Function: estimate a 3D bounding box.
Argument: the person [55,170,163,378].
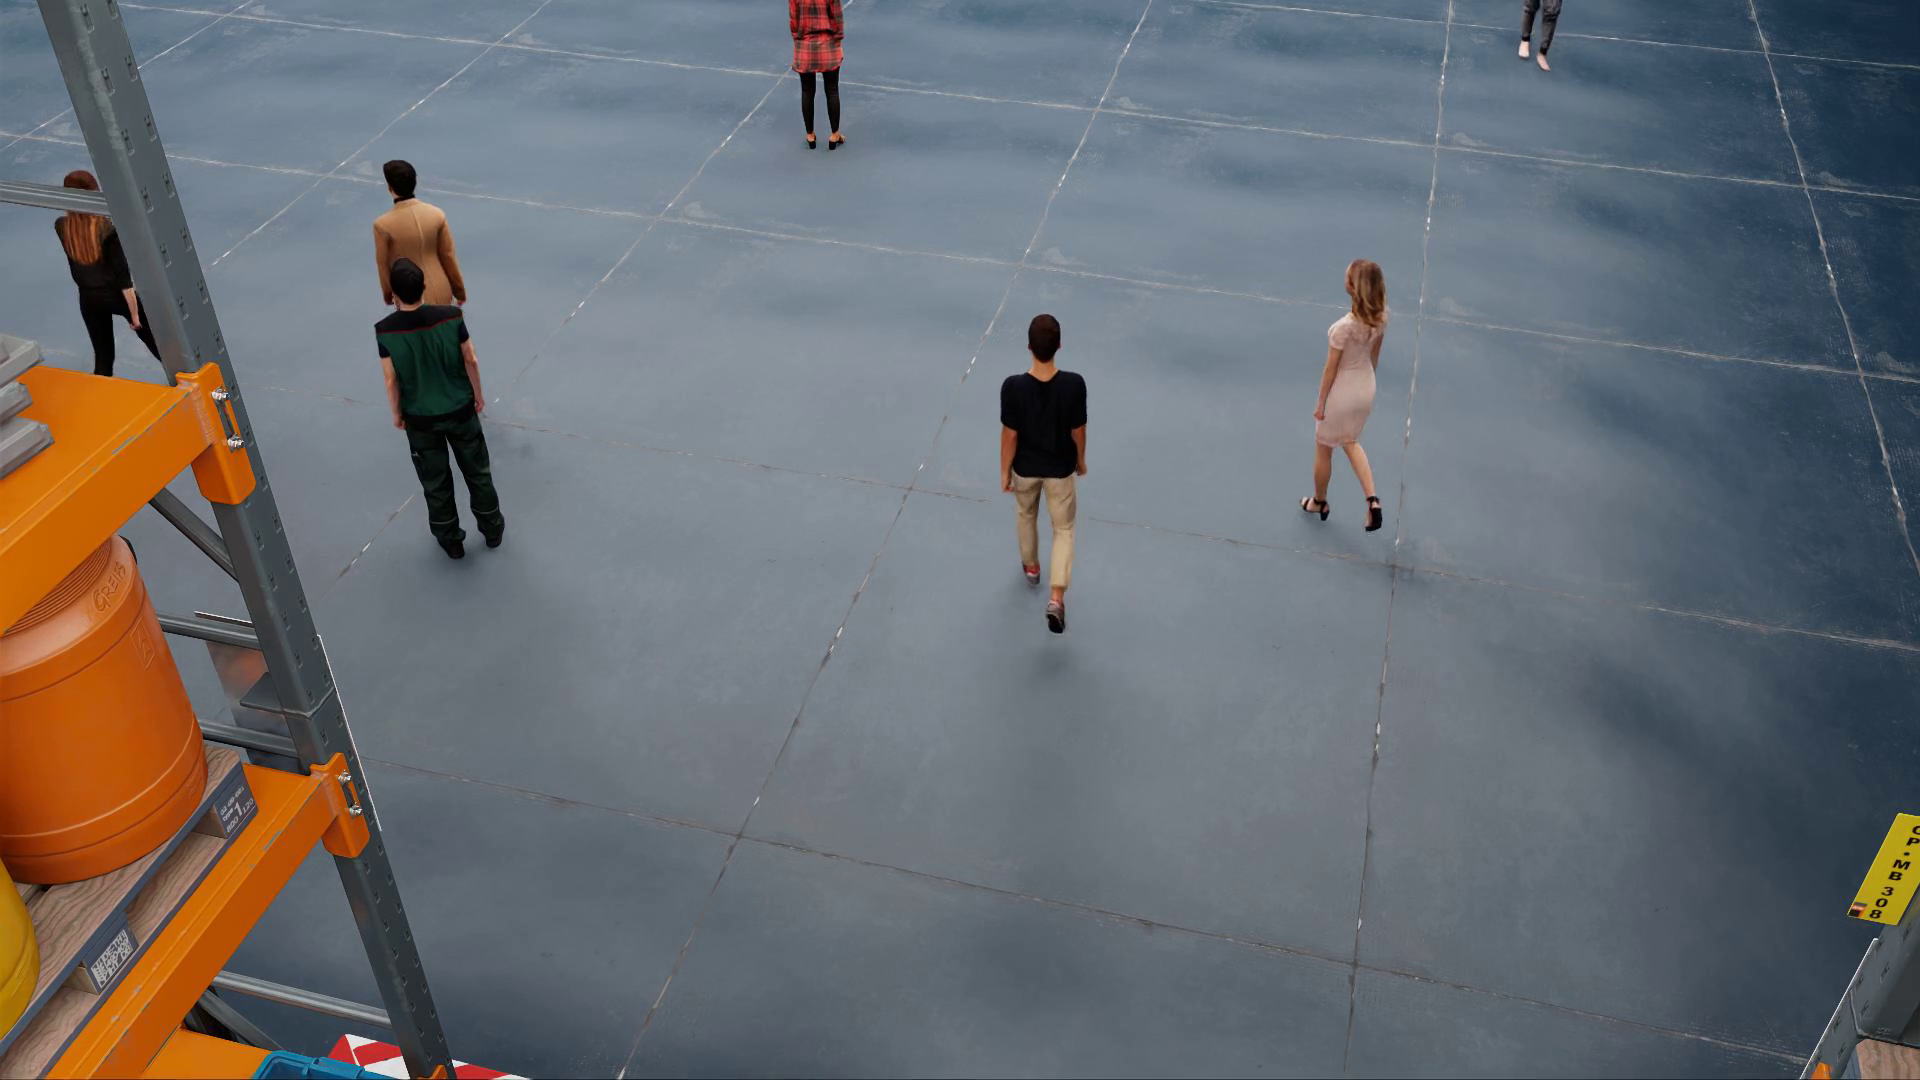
[{"bbox_3d":[-5.477,-1.464,10.591,0.749,1.666,1.160,2,38,3],"label":"person"}]

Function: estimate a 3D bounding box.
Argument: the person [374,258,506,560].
[{"bbox_3d":[-2.966,-0.739,9.474,0.764,1.900,0.796,-15,40,-18],"label":"person"}]

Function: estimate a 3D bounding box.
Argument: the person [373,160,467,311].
[{"bbox_3d":[-3.425,-1.568,10.696,1.124,1.701,1.076,-28,46,-31],"label":"person"}]

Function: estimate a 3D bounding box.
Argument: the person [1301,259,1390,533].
[{"bbox_3d":[2.290,-0.768,9.579,0.909,1.817,0.968,-20,42,-23],"label":"person"}]

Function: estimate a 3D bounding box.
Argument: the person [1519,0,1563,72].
[{"bbox_3d":[5.455,-5.401,15.500,0.729,1.819,0.913,7,39,8],"label":"person"}]

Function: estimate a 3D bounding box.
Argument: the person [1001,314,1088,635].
[{"bbox_3d":[0.474,-0.336,9.010,0.790,1.837,1.152,1,38,2],"label":"person"}]

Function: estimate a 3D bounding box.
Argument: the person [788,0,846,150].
[{"bbox_3d":[-1.197,-4.122,13.959,0.623,1.702,0.571,6,38,7],"label":"person"}]
